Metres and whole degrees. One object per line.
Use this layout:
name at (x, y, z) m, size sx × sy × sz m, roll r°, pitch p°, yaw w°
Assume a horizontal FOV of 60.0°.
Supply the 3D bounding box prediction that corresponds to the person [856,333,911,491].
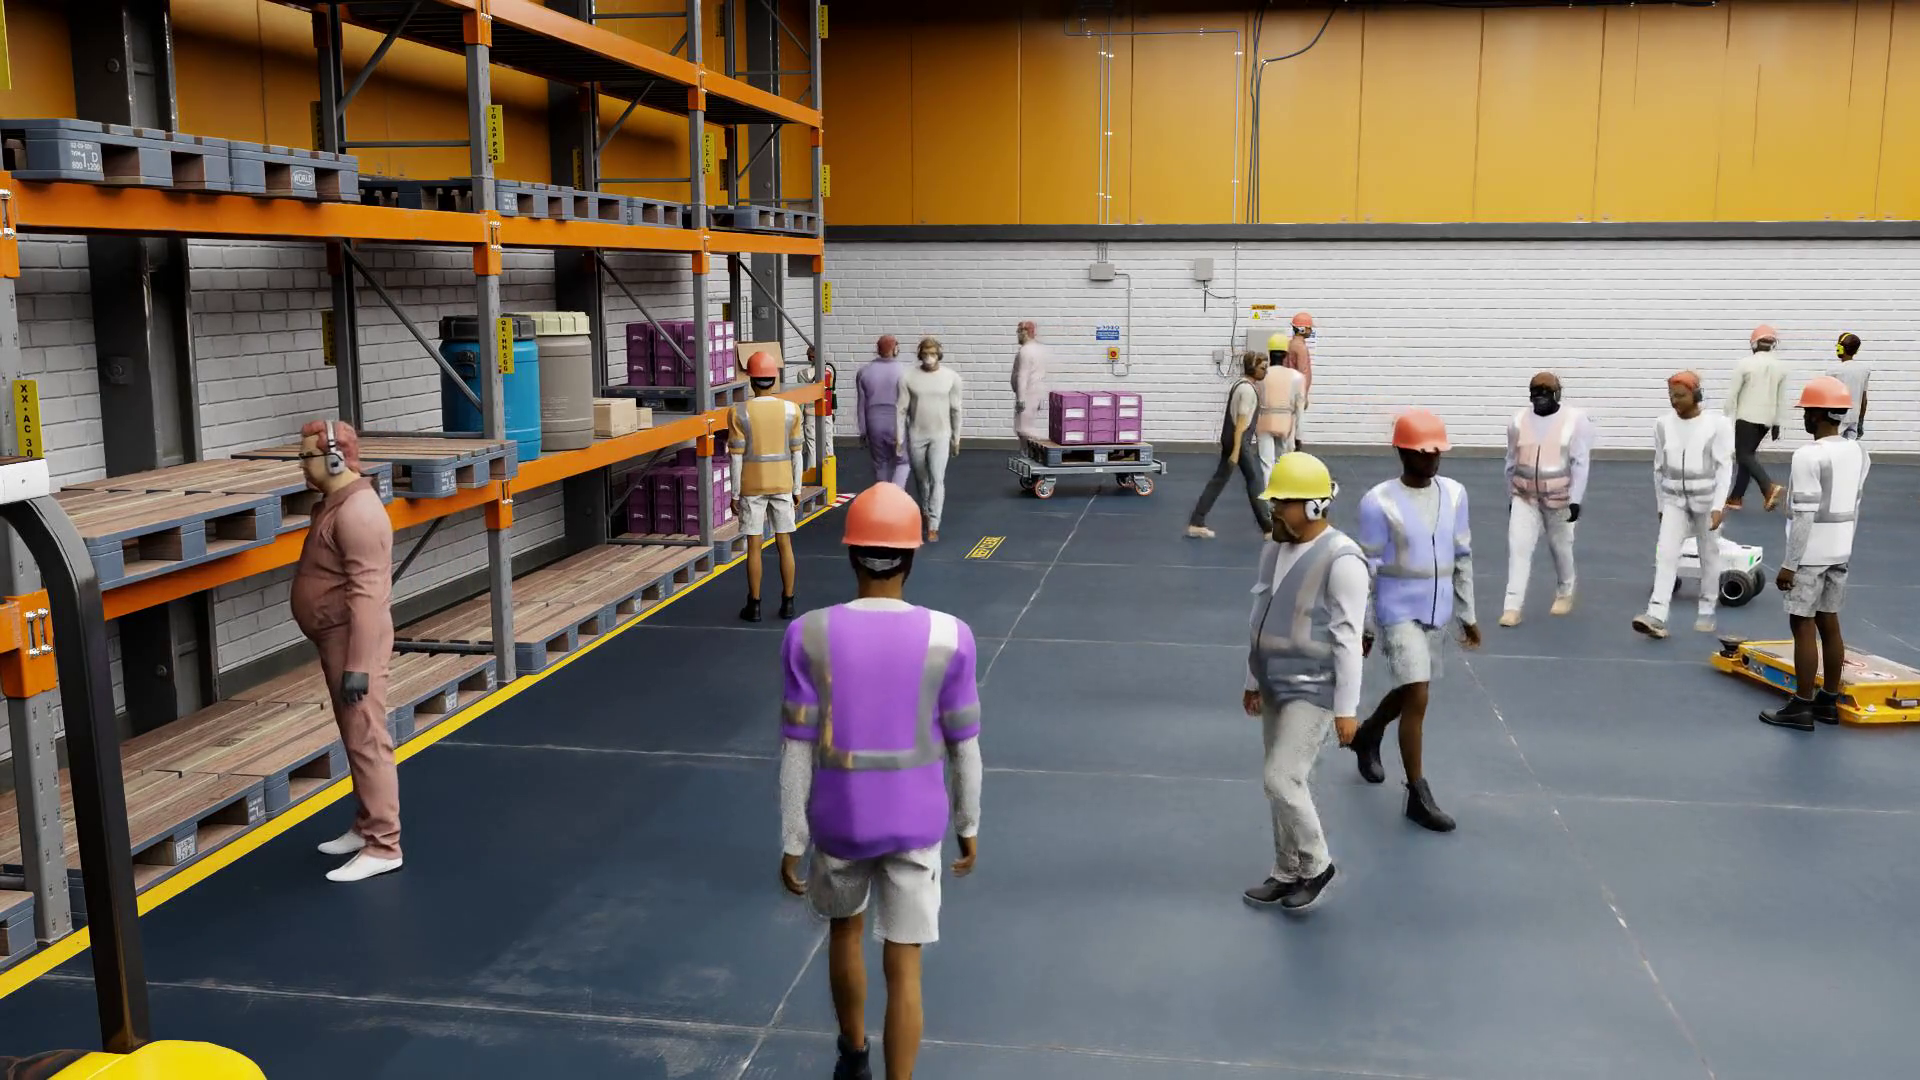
person at (-0.720, -1.111, 16.574) m, size 0.646 × 1.891 × 0.519 m, roll 2°, pitch 9°, yaw 11°

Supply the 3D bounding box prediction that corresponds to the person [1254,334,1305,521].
person at (3.140, -1.110, 16.589) m, size 0.589 × 1.885 × 0.971 m, roll -1°, pitch 9°, yaw -6°

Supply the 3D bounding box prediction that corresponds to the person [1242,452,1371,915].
person at (1.299, 0.566, 6.439) m, size 0.441 × 1.817 × 0.628 m, roll -4°, pitch 10°, yaw -21°

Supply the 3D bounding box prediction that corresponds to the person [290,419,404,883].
person at (-2.546, 0.450, 6.892) m, size 0.403 × 1.904 × 0.651 m, roll -4°, pitch 10°, yaw -24°

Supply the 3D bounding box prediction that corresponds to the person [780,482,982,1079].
person at (-0.221, 0.782, 4.818) m, size 0.568 × 1.908 × 0.752 m, roll 0°, pitch 9°, yaw -1°

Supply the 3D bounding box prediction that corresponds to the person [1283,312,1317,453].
person at (4.187, -1.814, 20.577) m, size 0.396 × 1.993 × 0.617 m, roll -1°, pitch 9°, yaw -7°

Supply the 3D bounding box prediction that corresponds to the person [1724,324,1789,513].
person at (8.293, -1.248, 17.221) m, size 0.628 × 1.955 × 0.872 m, roll -2°, pitch 9°, yaw -13°

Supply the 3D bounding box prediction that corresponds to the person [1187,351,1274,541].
person at (2.583, -0.864, 15.424) m, size 0.986 × 1.784 × 0.571 m, roll 0°, pitch 9°, yaw -2°

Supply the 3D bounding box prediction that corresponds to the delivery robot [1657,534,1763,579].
delivery robot at (5.706, 0.138, 12.679) m, size 0.707 × 0.478 × 0.477 m, roll 7°, pitch 11°, yaw 35°

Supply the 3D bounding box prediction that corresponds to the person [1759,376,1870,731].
person at (4.672, 0.074, 9.109) m, size 0.552 × 1.936 × 0.358 m, roll -5°, pitch 11°, yaw -30°

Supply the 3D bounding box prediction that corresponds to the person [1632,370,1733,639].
person at (4.942, -0.236, 11.333) m, size 0.596 × 1.820 × 1.019 m, roll 9°, pitch 13°, yaw 43°

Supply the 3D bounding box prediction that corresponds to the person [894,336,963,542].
person at (-0.287, -0.976, 15.715) m, size 0.637 × 1.909 × 0.963 m, roll 1°, pitch 9°, yaw 4°

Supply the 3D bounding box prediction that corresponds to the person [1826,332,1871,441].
person at (9.107, -1.201, 17.179) m, size 0.508 × 1.874 × 0.329 m, roll -2°, pitch 9°, yaw -12°

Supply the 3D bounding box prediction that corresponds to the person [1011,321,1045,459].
person at (0.901, -1.776, 20.665) m, size 0.597 × 1.888 × 0.656 m, roll 3°, pitch 10°, yaw 18°

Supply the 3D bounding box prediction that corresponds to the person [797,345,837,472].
person at (-1.670, -1.457, 19.468) m, size 0.517 × 1.641 × 0.308 m, roll -6°, pitch 11°, yaw -31°

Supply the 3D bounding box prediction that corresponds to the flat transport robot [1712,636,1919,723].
flat transport robot at (5.127, 0.798, 9.766) m, size 0.652 × 0.197 × 1.431 m, roll -1°, pitch 9°, yaw -7°

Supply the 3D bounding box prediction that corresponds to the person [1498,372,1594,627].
person at (4.200, -0.309, 11.915) m, size 0.626 × 1.805 × 0.922 m, roll 6°, pitch 11°, yaw 35°

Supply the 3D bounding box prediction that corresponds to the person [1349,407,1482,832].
person at (2.068, 0.315, 7.757) m, size 0.553 × 1.906 × 0.924 m, roll -4°, pitch 10°, yaw -23°

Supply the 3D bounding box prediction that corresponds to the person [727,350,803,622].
person at (-1.392, -0.379, 11.892) m, size 0.545 × 1.942 × 0.350 m, roll -3°, pitch 10°, yaw -20°

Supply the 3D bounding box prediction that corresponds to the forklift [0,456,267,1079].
forklift at (-2.328, 0.975, 2.765) m, size 2.313 × 2.155 × 1.214 m, roll 1°, pitch 9°, yaw 9°
